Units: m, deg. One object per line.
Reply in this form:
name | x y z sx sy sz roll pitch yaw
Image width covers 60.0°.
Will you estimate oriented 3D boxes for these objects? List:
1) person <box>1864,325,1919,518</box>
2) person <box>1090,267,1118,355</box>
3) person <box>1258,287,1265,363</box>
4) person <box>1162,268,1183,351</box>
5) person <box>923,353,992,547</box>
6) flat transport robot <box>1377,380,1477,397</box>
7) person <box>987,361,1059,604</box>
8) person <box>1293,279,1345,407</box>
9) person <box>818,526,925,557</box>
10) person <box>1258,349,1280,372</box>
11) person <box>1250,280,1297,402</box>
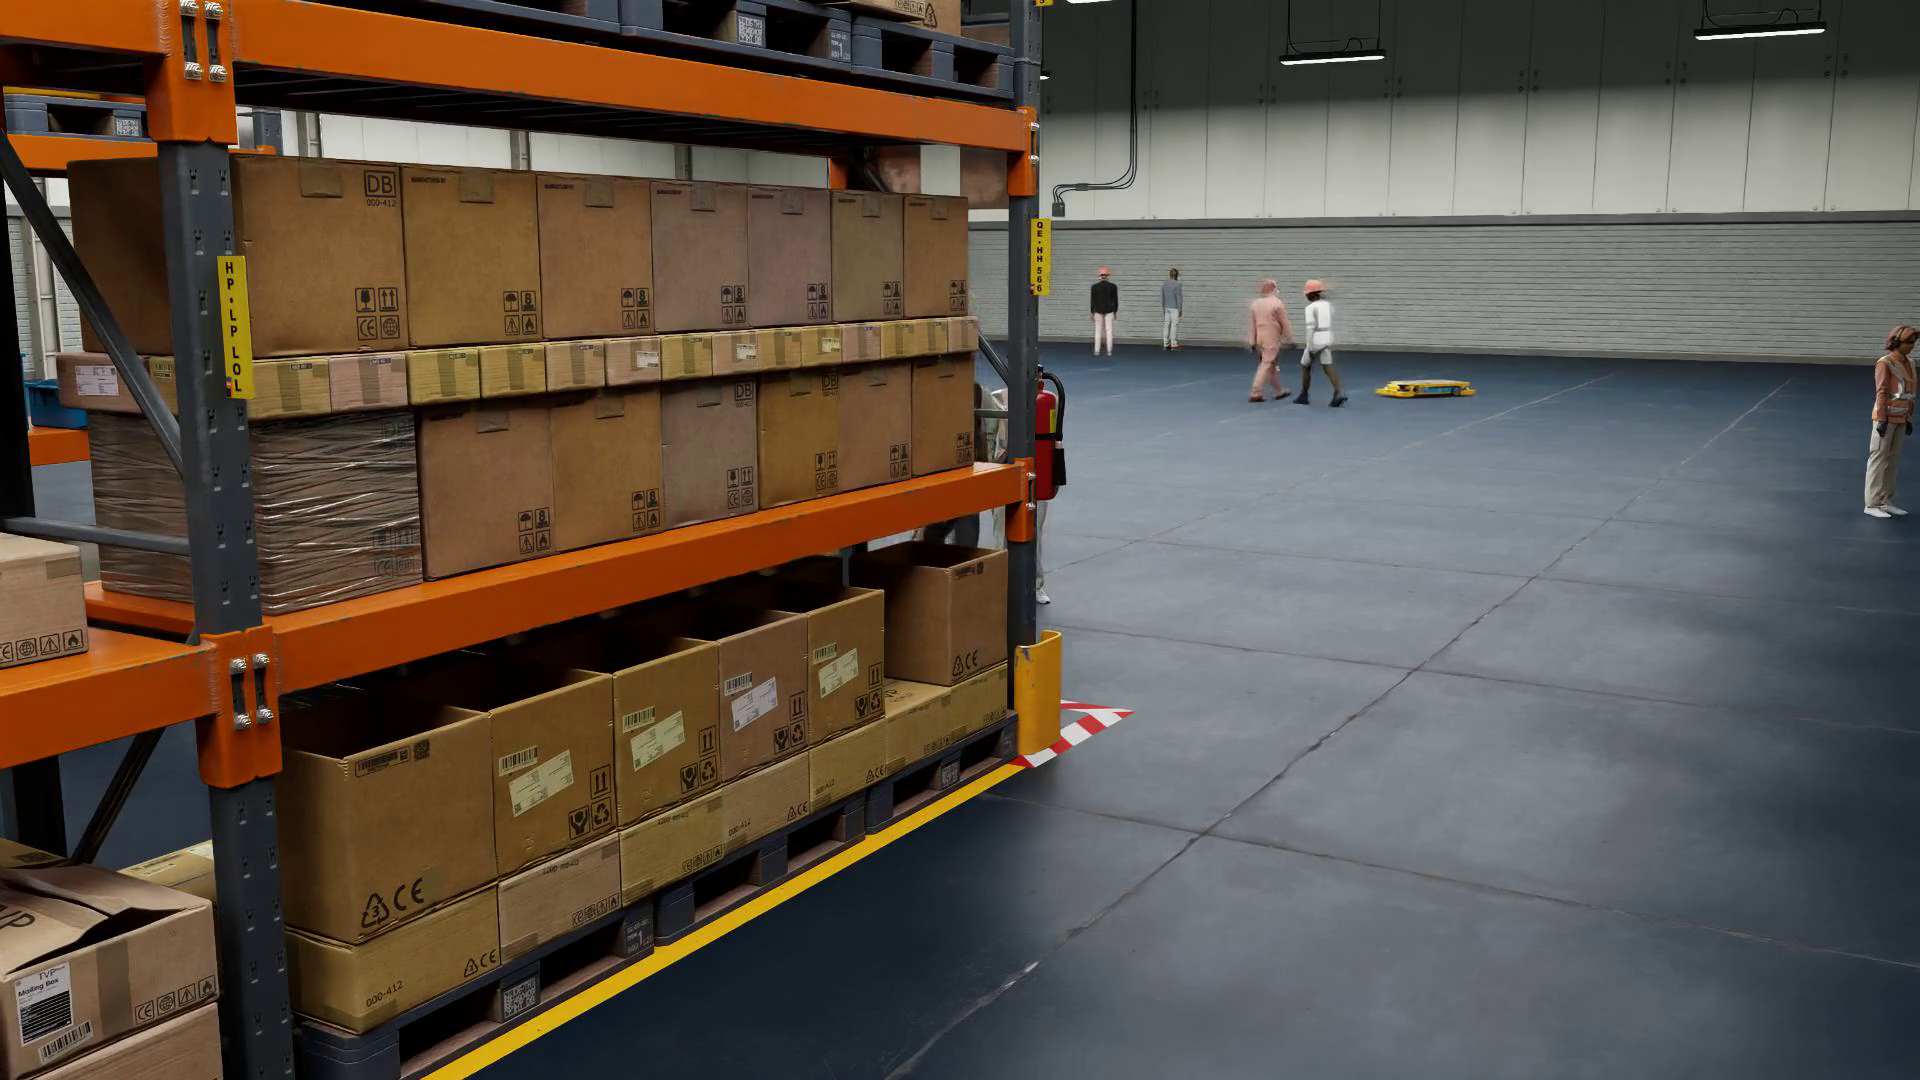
person | 7.979 -1.011 14.238 0.511 1.638 0.308 -7 12 -36
person | 3.249 -5.157 37.476 0.622 1.993 0.395 0 10 0
person | 6.372 -4.480 34.553 0.279 1.634 0.499 -1 10 -3
person | 5.028 -5.448 39.337 0.355 1.936 0.637 -7 12 -34
person | -0.066 -0.335 9.881 0.519 1.799 0.985 -2 10 -12
flat transport robot | 7.452 -2.428 26.526 1.431 0.197 0.652 -4 10 -21
person | 0.388 -0.399 10.647 0.511 1.641 0.307 -3 10 -15
person | 5.355 -2.922 24.704 0.552 1.898 0.961 -6 11 -30
person | -0.636 -0.837 12.212 1.081 1.981 0.638 -3 10 -18
person | 5.948 -4.071 31.979 0.540 1.696 0.316 7 12 35
person | 4.802 -3.054 25.575 0.972 1.855 0.650 -5 11 -29
